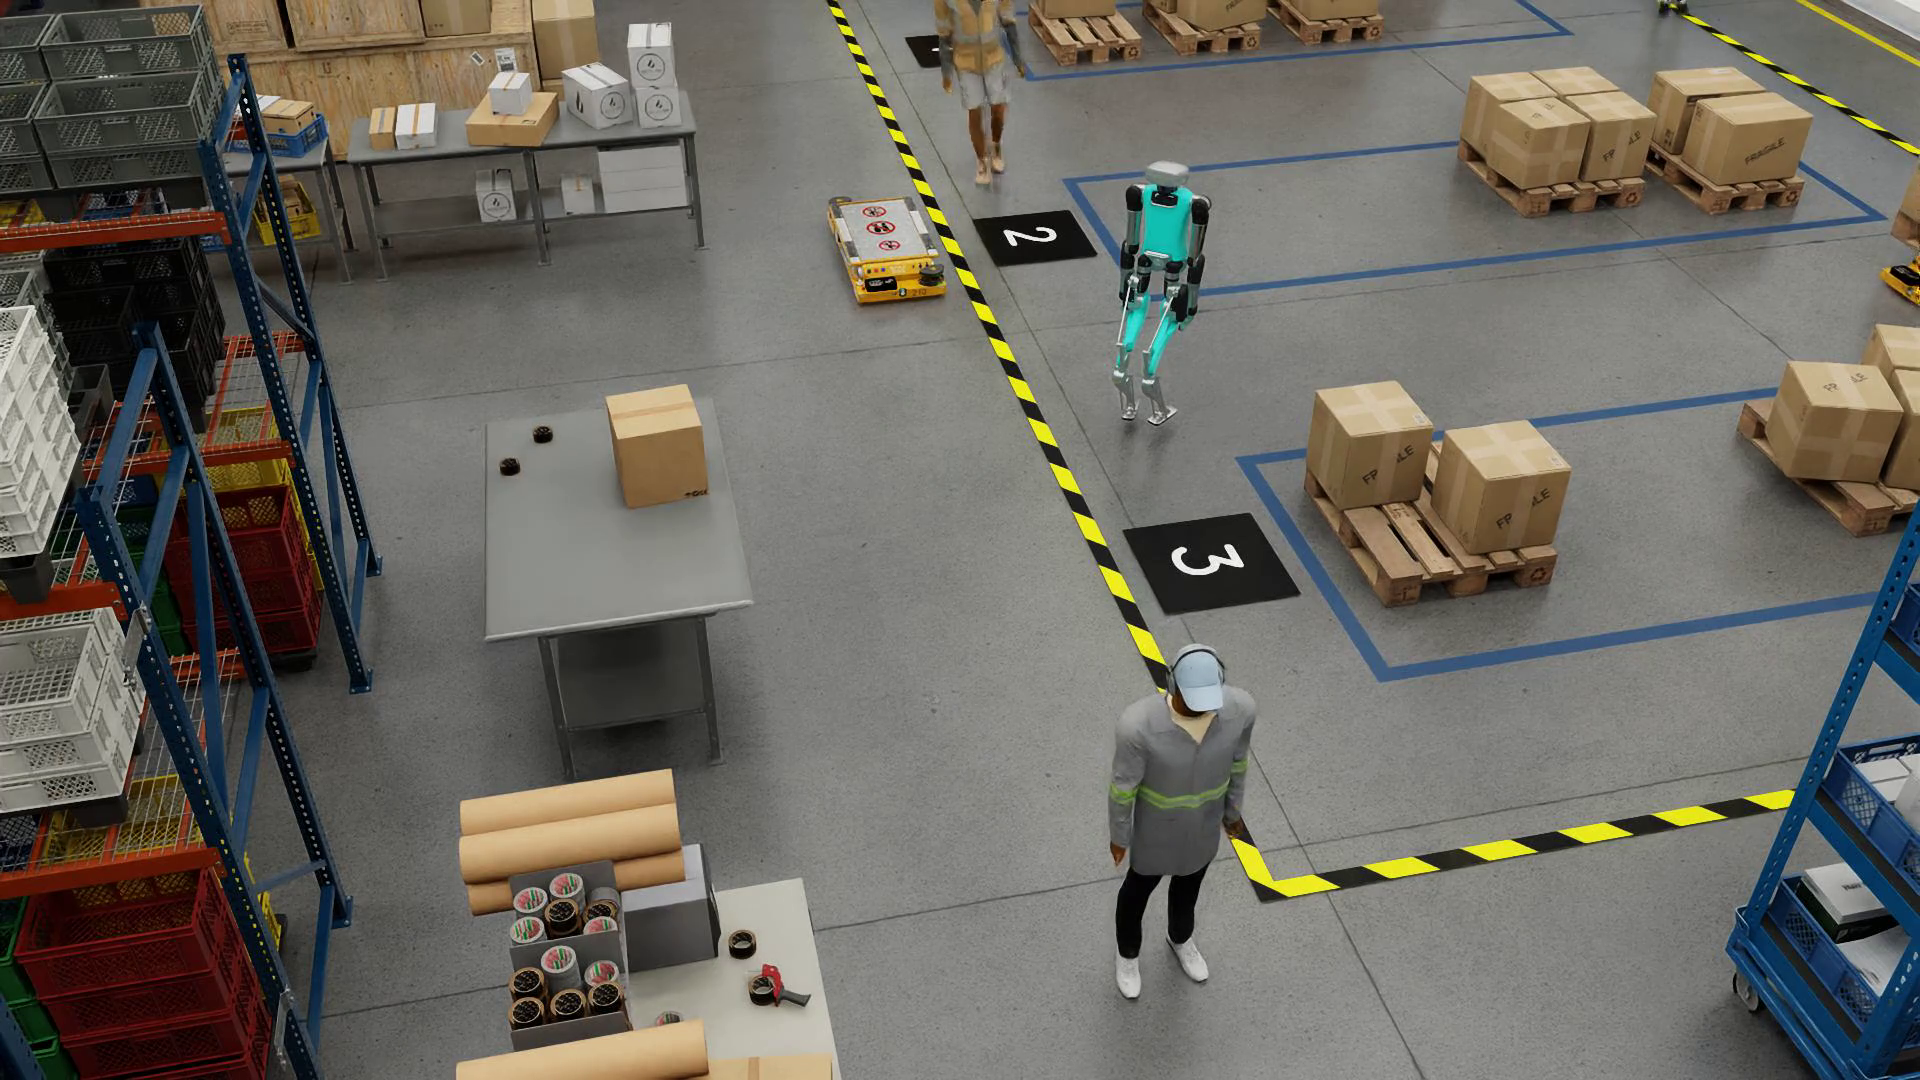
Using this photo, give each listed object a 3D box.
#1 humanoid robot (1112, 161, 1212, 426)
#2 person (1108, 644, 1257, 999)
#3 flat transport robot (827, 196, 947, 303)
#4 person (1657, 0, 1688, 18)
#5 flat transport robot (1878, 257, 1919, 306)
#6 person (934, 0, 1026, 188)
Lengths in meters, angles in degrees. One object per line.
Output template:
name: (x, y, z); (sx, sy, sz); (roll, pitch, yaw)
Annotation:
humanoid robot: (1.140, -1.428, 10.134); (0.533, 1.672, 0.735); (17, 40, 22)
person: (0.885, 1.138, 6.698); (0.597, 1.850, 0.396); (-10, 38, -13)
flat transport robot: (-0.570, -2.220, 12.538); (0.659, 0.231, 1.431); (-8, 37, -10)
person: (7.280, -6.055, 16.400); (0.602, 1.812, 0.577); (9, 38, 11)
flat transport robot: (7.552, -1.918, 12.109); (1.431, 0.197, 0.652); (-8, 37, -10)
person: (0.151, -3.795, 13.226); (0.732, 2.002, 0.446); (-7, 37, -9)
